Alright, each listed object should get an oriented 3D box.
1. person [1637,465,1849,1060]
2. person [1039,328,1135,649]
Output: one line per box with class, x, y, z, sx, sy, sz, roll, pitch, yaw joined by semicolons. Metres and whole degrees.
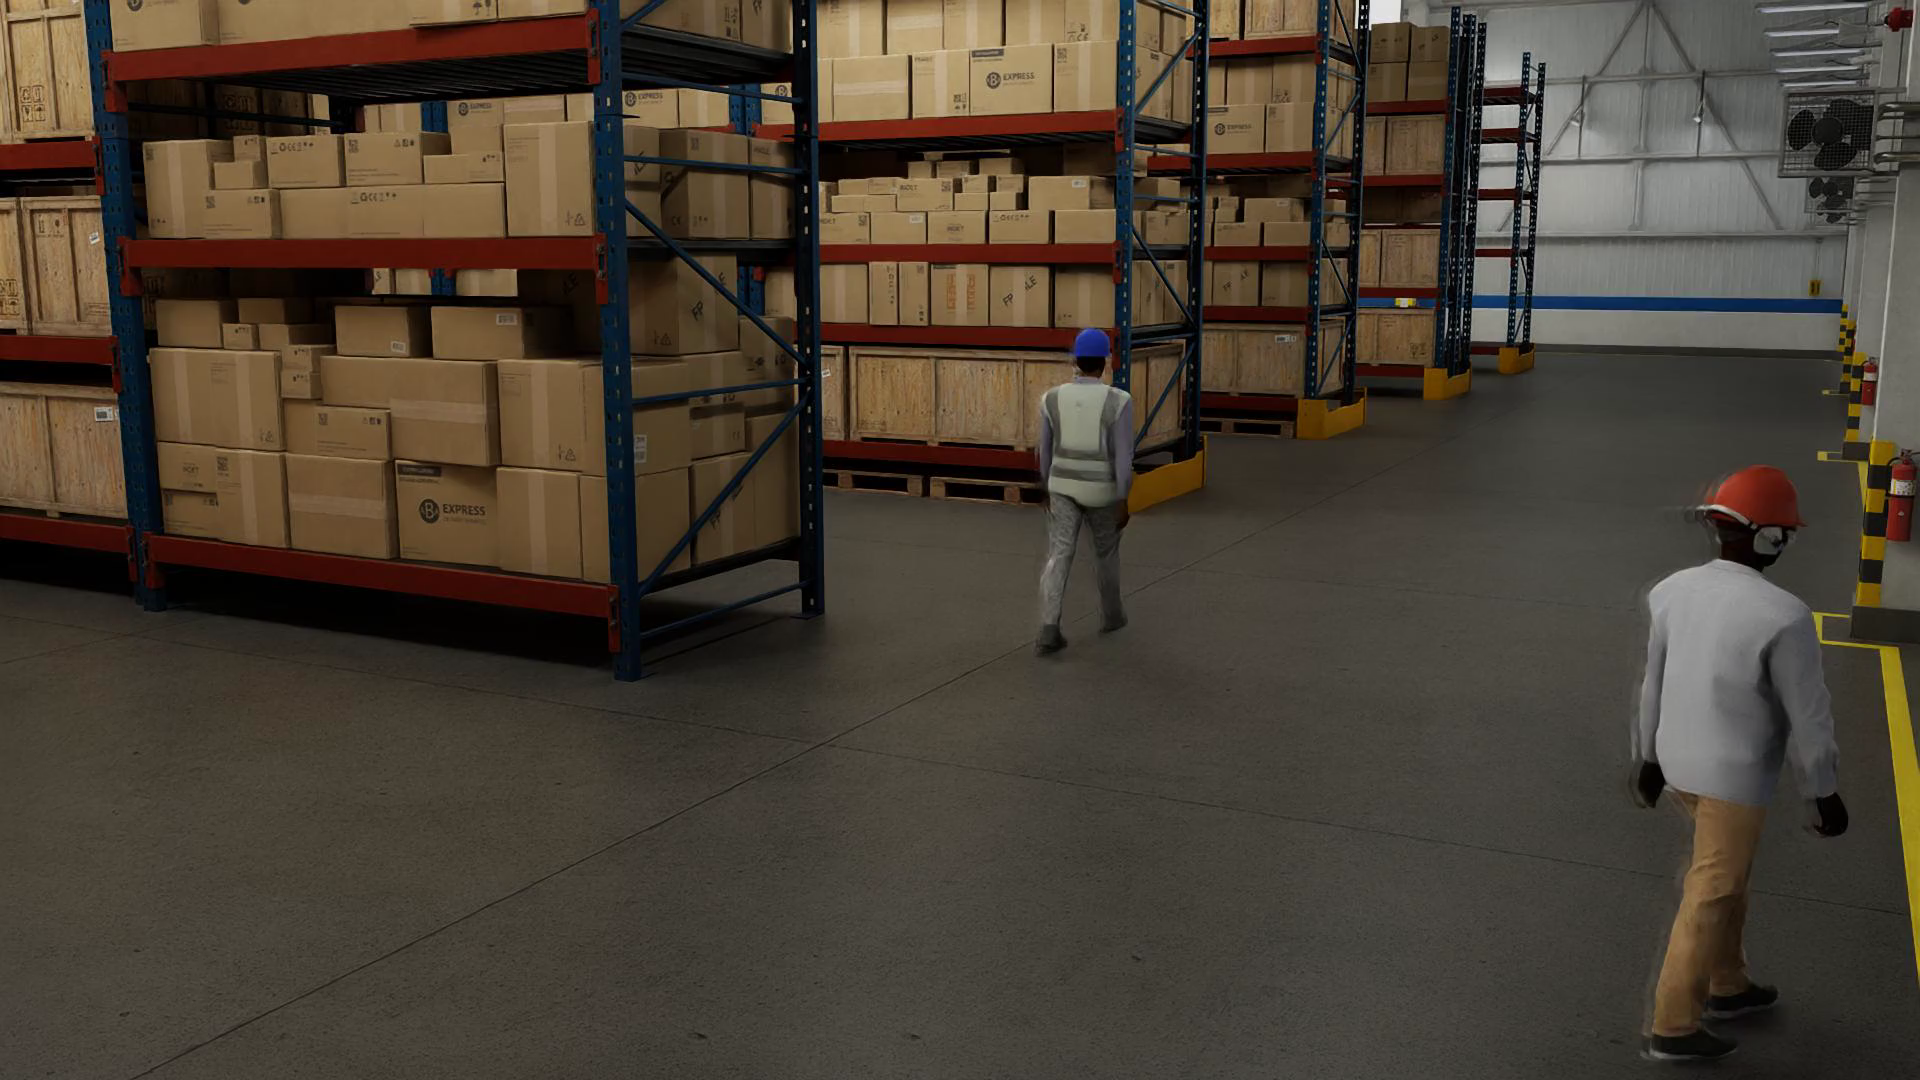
person;2.310;0.649;4.825;0.694;1.729;0.571;-2;10;-13
person;0.741;-0.313;9.930;0.625;1.896;1.035;4;11;22
